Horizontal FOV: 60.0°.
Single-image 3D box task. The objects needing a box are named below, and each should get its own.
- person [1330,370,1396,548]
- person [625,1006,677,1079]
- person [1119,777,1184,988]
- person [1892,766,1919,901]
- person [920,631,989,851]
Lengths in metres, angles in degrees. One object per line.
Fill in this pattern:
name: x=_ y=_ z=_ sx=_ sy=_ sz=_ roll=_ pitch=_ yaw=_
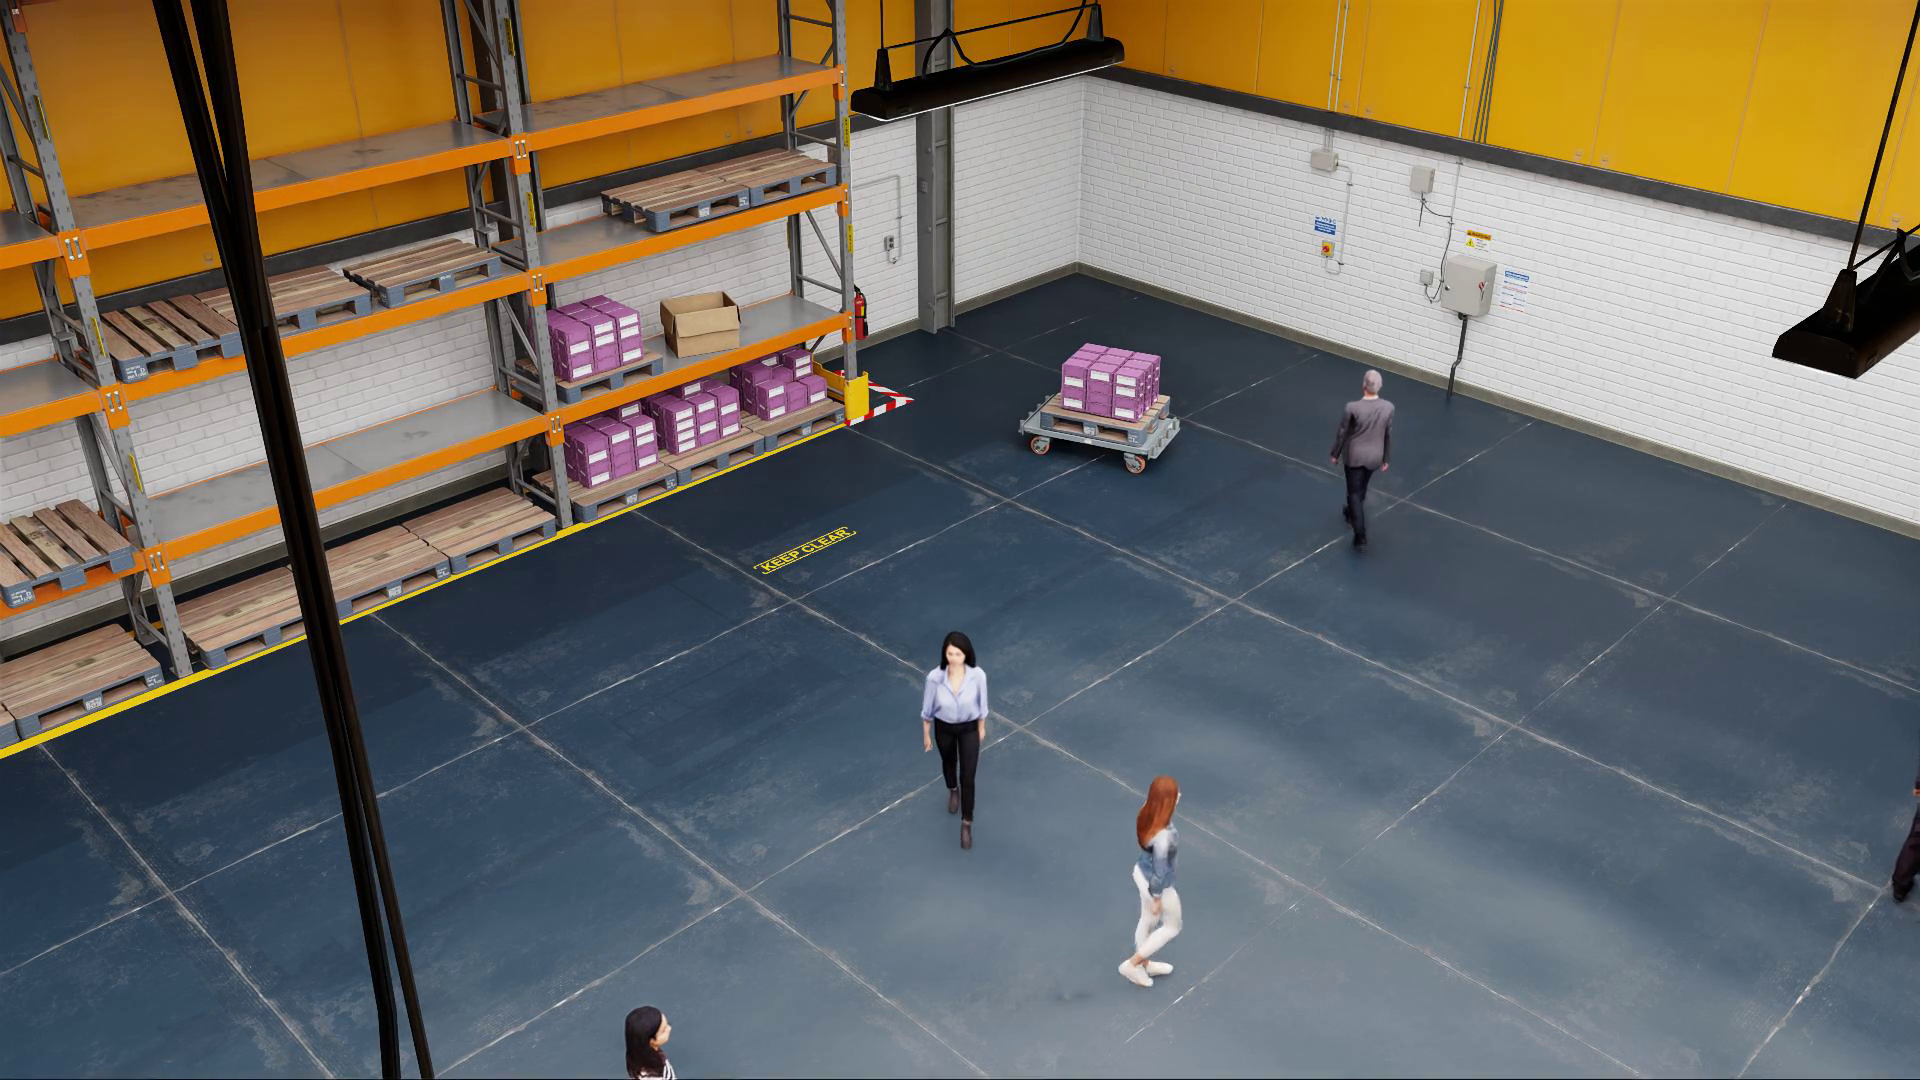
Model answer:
person: x=4.054 y=-0.792 z=16.672 sx=1.263 sy=1.795 sz=1.274 roll=-3 pitch=29 yaw=-5
person: x=-1.676 y=3.281 z=9.204 sx=0.580 sy=1.797 sz=0.629 roll=-14 pitch=32 yaw=-24
person: x=1.226 y=2.298 z=11.117 sx=0.810 sy=1.691 sz=0.761 roll=-5 pitch=29 yaw=-10
person: x=7.030 y=1.848 z=11.785 sx=0.633 sy=1.840 sz=0.747 roll=-20 pitch=34 yaw=-32
person: x=-0.026 y=1.420 z=12.705 sx=1.054 sy=1.711 sz=1.143 roll=1 pitch=29 yaw=2
